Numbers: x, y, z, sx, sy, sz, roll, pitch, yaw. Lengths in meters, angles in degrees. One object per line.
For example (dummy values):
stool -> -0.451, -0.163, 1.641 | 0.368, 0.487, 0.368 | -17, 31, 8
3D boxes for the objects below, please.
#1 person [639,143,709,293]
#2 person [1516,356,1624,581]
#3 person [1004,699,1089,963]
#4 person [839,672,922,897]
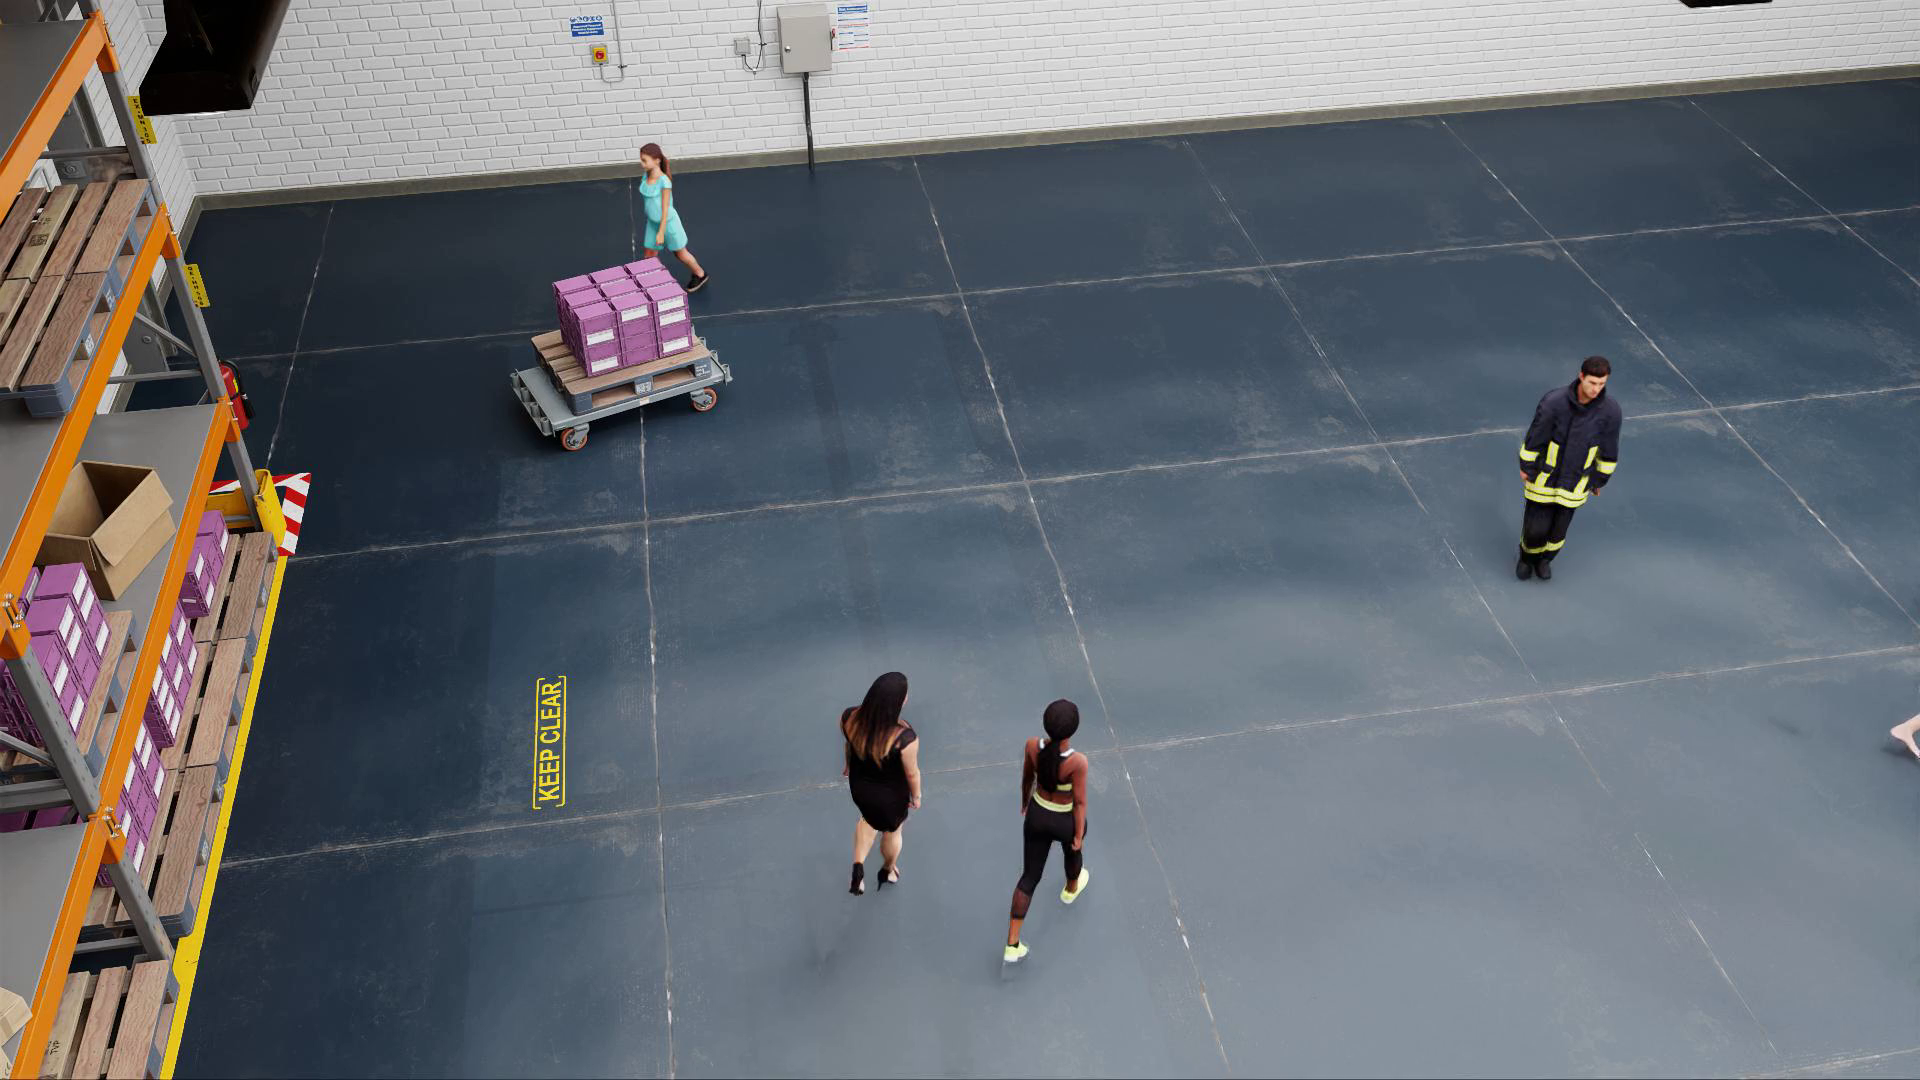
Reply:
person -> -2.614, -2.867, 15.061 | 1.056, 1.520, 1.026 | 31, 48, 33
person -> 4.287, -0.558, 11.857 | 0.895, 1.910, 0.843 | 6, 39, 7
person -> 0.468, 1.645, 9.256 | 1.012, 1.715, 1.174 | 17, 42, 20
person -> -0.487, 1.471, 9.484 | 0.869, 1.701, 0.933 | 17, 42, 21
